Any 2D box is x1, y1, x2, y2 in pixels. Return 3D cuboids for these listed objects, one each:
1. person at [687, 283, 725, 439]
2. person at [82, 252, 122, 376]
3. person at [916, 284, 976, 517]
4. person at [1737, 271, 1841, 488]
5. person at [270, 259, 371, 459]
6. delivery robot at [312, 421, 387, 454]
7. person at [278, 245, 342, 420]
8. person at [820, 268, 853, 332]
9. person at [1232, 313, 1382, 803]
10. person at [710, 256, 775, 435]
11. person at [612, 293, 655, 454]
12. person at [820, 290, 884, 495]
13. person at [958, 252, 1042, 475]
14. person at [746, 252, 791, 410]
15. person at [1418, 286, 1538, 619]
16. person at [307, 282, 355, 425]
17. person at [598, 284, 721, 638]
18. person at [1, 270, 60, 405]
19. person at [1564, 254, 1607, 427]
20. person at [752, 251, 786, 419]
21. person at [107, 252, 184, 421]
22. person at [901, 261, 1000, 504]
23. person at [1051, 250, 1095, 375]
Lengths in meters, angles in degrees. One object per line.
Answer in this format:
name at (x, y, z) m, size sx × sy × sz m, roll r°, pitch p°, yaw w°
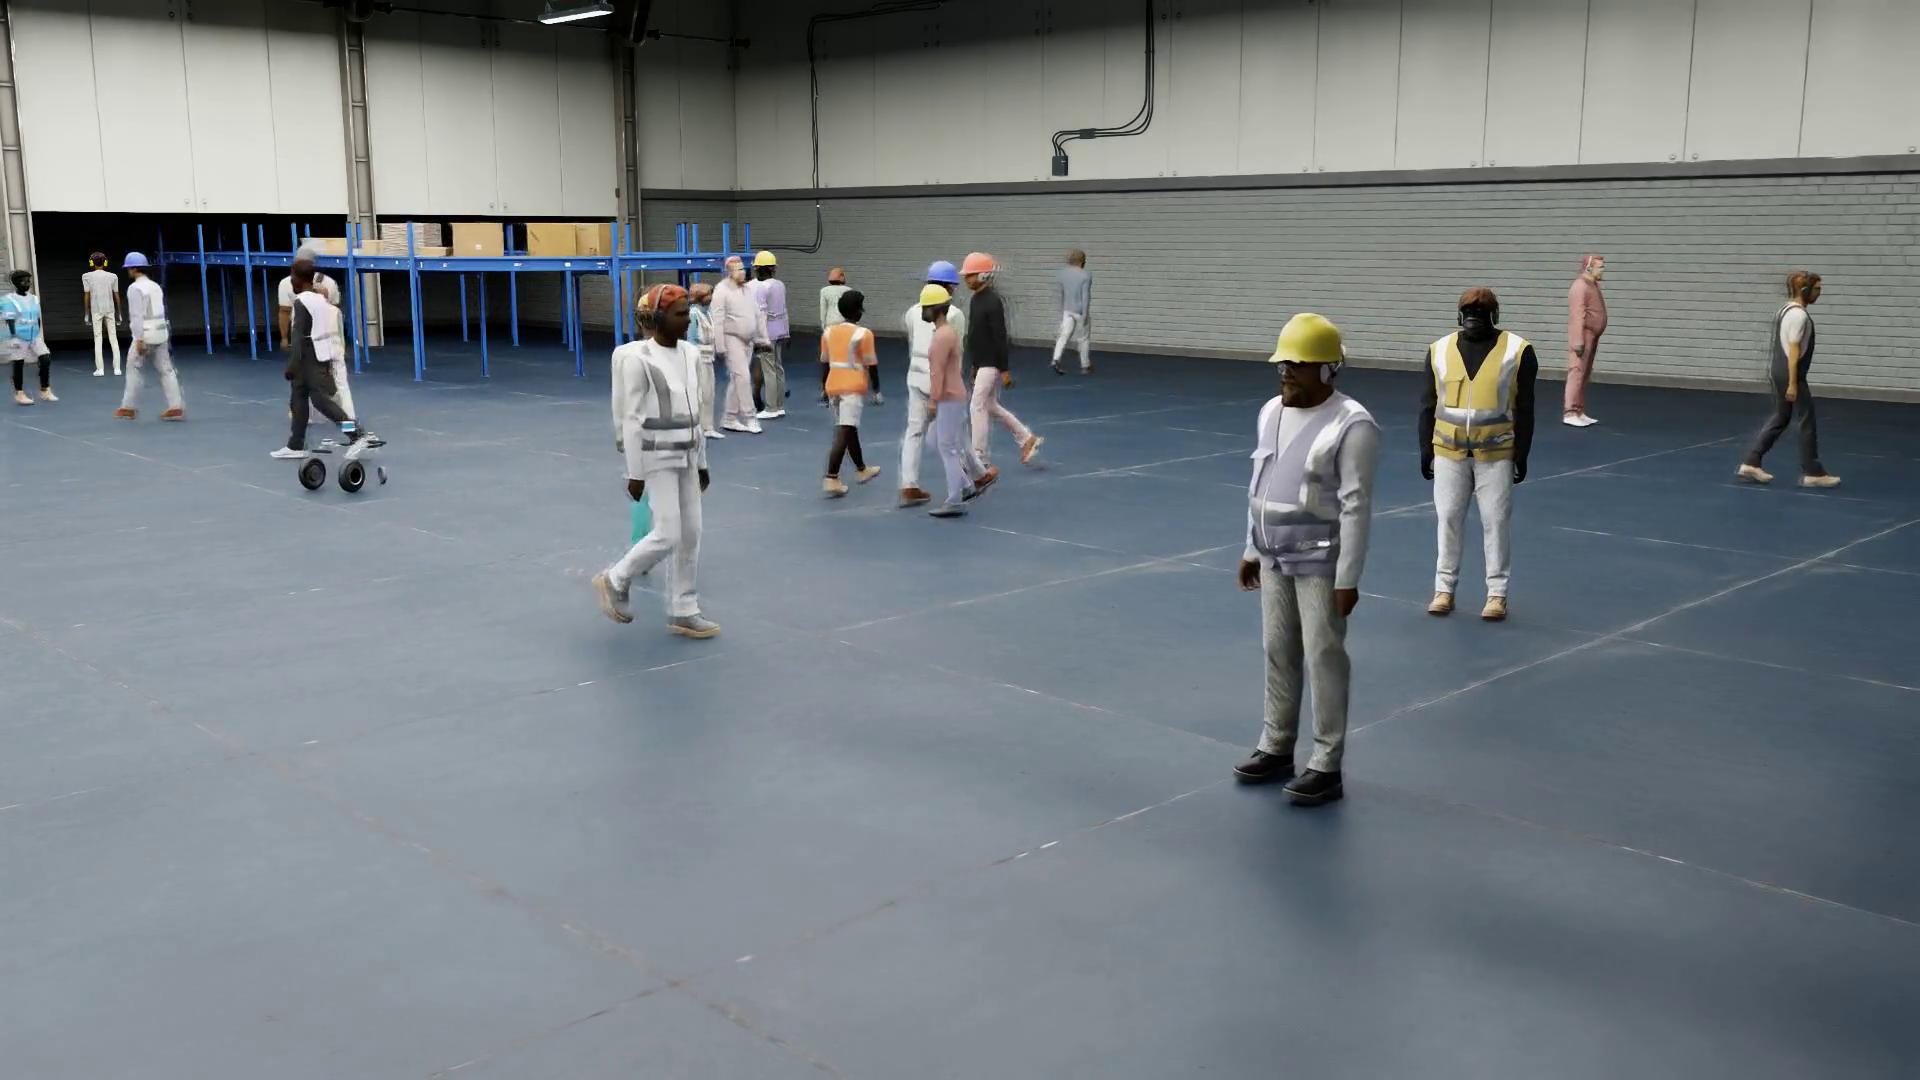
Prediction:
person at (-2.731, -1.855, 17.281) m, size 0.441 × 1.626 × 0.527 m, roll 2°, pitch 11°, yaw 10°
person at (-12.997, -3.426, 25.208) m, size 0.519 × 1.865 × 0.317 m, roll -8°, pitch 13°, yaw -37°
person at (-0.138, -1.051, 12.557) m, size 0.394 × 1.748 × 0.558 m, roll 0°, pitch 10°, yaw 1°
person at (7.078, -1.366, 14.120) m, size 0.798 × 1.817 × 0.533 m, roll 3°, pitch 11°, yaw 14°
person at (-6.111, -1.713, 15.788) m, size 0.925 × 1.888 × 0.589 m, roll -1°, pitch 10°, yaw -8°
delivery robot at (-5.170, -0.887, 14.072) m, size 0.335 × 0.223 × 0.698 m, roll 4°, pitch 11°, yaw 21°
person at (-7.421, -2.363, 19.028) m, size 0.786 × 2.000 × 0.695 m, roll 10°, pitch 14°, yaw 43°
person at (-1.807, -3.181, 24.487) m, size 0.501 × 1.631 × 0.286 m, roll 1°, pitch 10°, yaw 4°
person at (1.293, 0.065, 6.270) m, size 0.403 × 1.829 × 0.593 m, roll -6°, pitch 12°, yaw -28°
person at (-2.335, -2.090, 17.854) m, size 0.625 × 1.882 × 0.685 m, roll 5°, pitch 11°, yaw 25°
person at (-1.917, -0.678, 10.503) m, size 0.530 × 1.757 × 0.338 m, roll 0°, pitch 10°, yaw -1°
person at (-0.854, -1.222, 13.724) m, size 0.538 × 1.648 × 0.858 m, roll 10°, pitch 14°, yaw 42°
person at (0.341, -1.576, 14.828) m, size 0.816 × 1.970 × 0.636 m, roll -2°, pitch 11°, yaw -12°
person at (-2.306, -2.562, 20.380) m, size 0.573 × 1.894 × 0.960 m, roll 6°, pitch 12°, yaw 31°
person at (2.859, -0.488, 9.266) m, size 0.629 × 1.838 × 0.429 m, roll 6°, pitch 12°, yaw 29°
person at (-7.032, -2.034, 18.357) m, size 0.839 × 1.586 × 0.525 m, roll 6°, pitch 12°, yaw 31°
person at (-1.588, -0.410, 8.760) m, size 0.561 × 1.869 × 0.583 m, roll 5°, pitch 11°, yaw 25°
person at (-11.621, -2.520, 20.775) m, size 0.627 × 1.680 × 0.537 m, roll 4°, pitch 11°, yaw 23°
person at (6.996, -2.231, 18.564) m, size 0.403 × 1.904 × 0.651 m, roll 6°, pitch 12°, yaw 31°
person at (-2.223, -2.369, 19.255) m, size 0.367 × 1.928 × 0.584 m, roll 3°, pitch 11°, yaw 18°
person at (-9.371, -2.316, 18.999) m, size 0.904 × 1.906 × 0.645 m, roll 1°, pitch 10°, yaw 3°
person at (-0.123, -1.257, 13.261) m, size 0.623 × 1.892 × 1.008 m, roll 8°, pitch 13°, yaw 39°
person at (1.724, -3.479, 25.425) m, size 0.635 × 1.902 × 0.986 m, roll 9°, pitch 13°, yaw 39°
